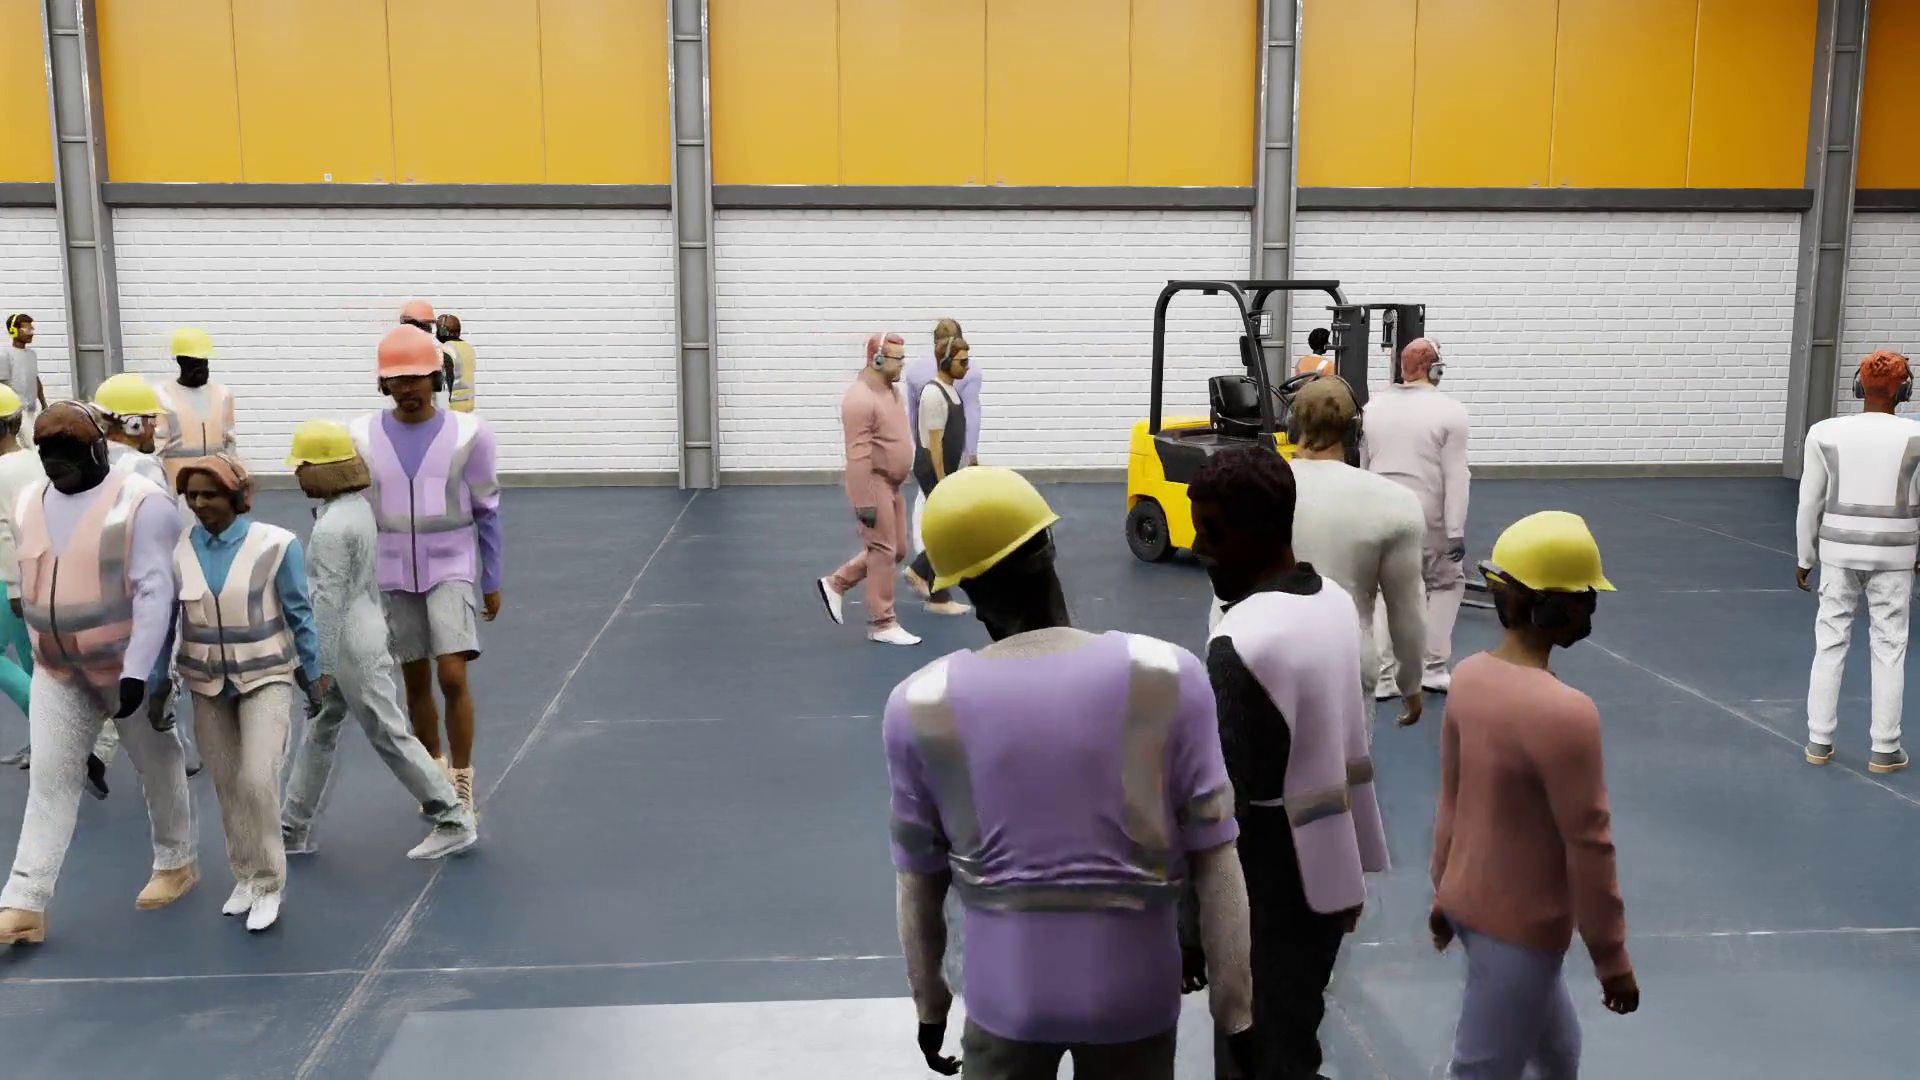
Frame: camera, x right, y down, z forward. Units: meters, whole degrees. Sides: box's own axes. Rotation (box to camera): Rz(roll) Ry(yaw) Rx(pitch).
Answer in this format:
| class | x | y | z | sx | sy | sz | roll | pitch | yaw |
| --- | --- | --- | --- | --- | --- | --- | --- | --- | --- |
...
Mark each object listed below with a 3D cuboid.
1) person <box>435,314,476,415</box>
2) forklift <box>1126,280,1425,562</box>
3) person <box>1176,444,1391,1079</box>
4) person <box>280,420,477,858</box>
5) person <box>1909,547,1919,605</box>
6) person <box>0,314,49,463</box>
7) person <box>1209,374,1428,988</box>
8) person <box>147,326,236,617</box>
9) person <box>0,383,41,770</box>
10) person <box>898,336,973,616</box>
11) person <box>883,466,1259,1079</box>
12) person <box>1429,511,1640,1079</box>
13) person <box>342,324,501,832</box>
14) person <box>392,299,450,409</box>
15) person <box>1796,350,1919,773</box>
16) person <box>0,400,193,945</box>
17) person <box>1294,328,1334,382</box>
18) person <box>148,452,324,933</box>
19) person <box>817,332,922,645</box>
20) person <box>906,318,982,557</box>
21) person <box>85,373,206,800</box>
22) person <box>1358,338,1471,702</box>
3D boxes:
| class | x | y | z | sx | sy | sz | roll | pitch | yaw |
| --- | --- | --- | --- | --- | --- | --- | --- | --- | --- |
| person | -4.897 | -1.249 | 16.023 | 0.429 | 1.842 | 0.636 | 1 | 9 | 8 |
| forklift | 2.301 | -0.860 | 12.475 | 1.214 | 2.155 | 2.313 | -6 | 11 | -35 |
| person | 0.753 | 0.733 | 3.502 | 0.813 | 1.880 | 0.613 | 5 | 10 | 27 |
| person | -2.280 | 0.388 | 6.231 | 0.914 | 1.689 | 0.493 | -2 | 9 | -10 |
| person | 6.394 | -0.323 | 10.706 | 0.570 | 1.675 | 0.540 | -3 | 9 | -17 |
| person | -8.764 | -1.191 | 15.625 | 0.500 | 1.853 | 0.508 | 0 | 9 | -2 |
| person | 1.164 | 0.430 | 5.294 | 0.642 | 1.904 | 0.902 | 5 | 10 | 28 |
| person | -4.598 | -0.326 | 10.023 | 0.418 | 1.914 | 0.605 | 6 | 11 | 35 |
| person | -4.233 | 0.169 | 7.421 | 0.365 | 1.755 | 0.526 | -3 | 9 | -17 |
| person | -0.141 | -0.410 | 10.802 | 0.457 | 1.826 | 0.504 | 3 | 10 | 18 |
| person | 0.221 | 0.814 | 2.973 | 0.709 | 1.881 | 0.381 | 2 | 9 | 10 |
| person | 1.115 | 0.795 | 3.546 | 0.852 | 1.731 | 0.521 | -1 | 9 | -5 |
| person | -2.139 | 0.167 | 6.567 | 0.611 | 2.018 | 0.733 | -1 | 9 | -7 |
| person | -4.494 | -0.976 | 13.740 | 0.621 | 2.023 | 0.812 | 7 | 11 | 37 |
| person | 4.059 | 0.097 | 7.439 | 0.584 | 1.882 | 0.344 | 7 | 11 | 36 |
| person | -2.926 | 0.439 | 5.573 | 0.643 | 1.796 | 0.895 | 1 | 9 | 9 |
| person | 3.585 | -1.299 | 16.818 | 0.320 | 1.691 | 0.528 | -5 | 11 | -31 |
| person | -2.469 | 0.518 | 5.611 | 0.543 | 1.617 | 0.576 | 0 | 9 | -2 |
| person | -0.563 | -0.304 | 9.969 | 0.646 | 1.880 | 0.671 | 3 | 9 | 16 |
| person | -0.085 | -0.714 | 12.518 | 0.656 | 1.883 | 1.005 | 5 | 10 | 27 |
| person | -3.521 | 0.212 | 6.964 | 0.593 | 1.809 | 0.625 | 5 | 11 | 31 |
| person | 2.396 | -0.103 | 8.664 | 0.678 | 1.883 | 0.676 | -8 | 12 | -42 |
